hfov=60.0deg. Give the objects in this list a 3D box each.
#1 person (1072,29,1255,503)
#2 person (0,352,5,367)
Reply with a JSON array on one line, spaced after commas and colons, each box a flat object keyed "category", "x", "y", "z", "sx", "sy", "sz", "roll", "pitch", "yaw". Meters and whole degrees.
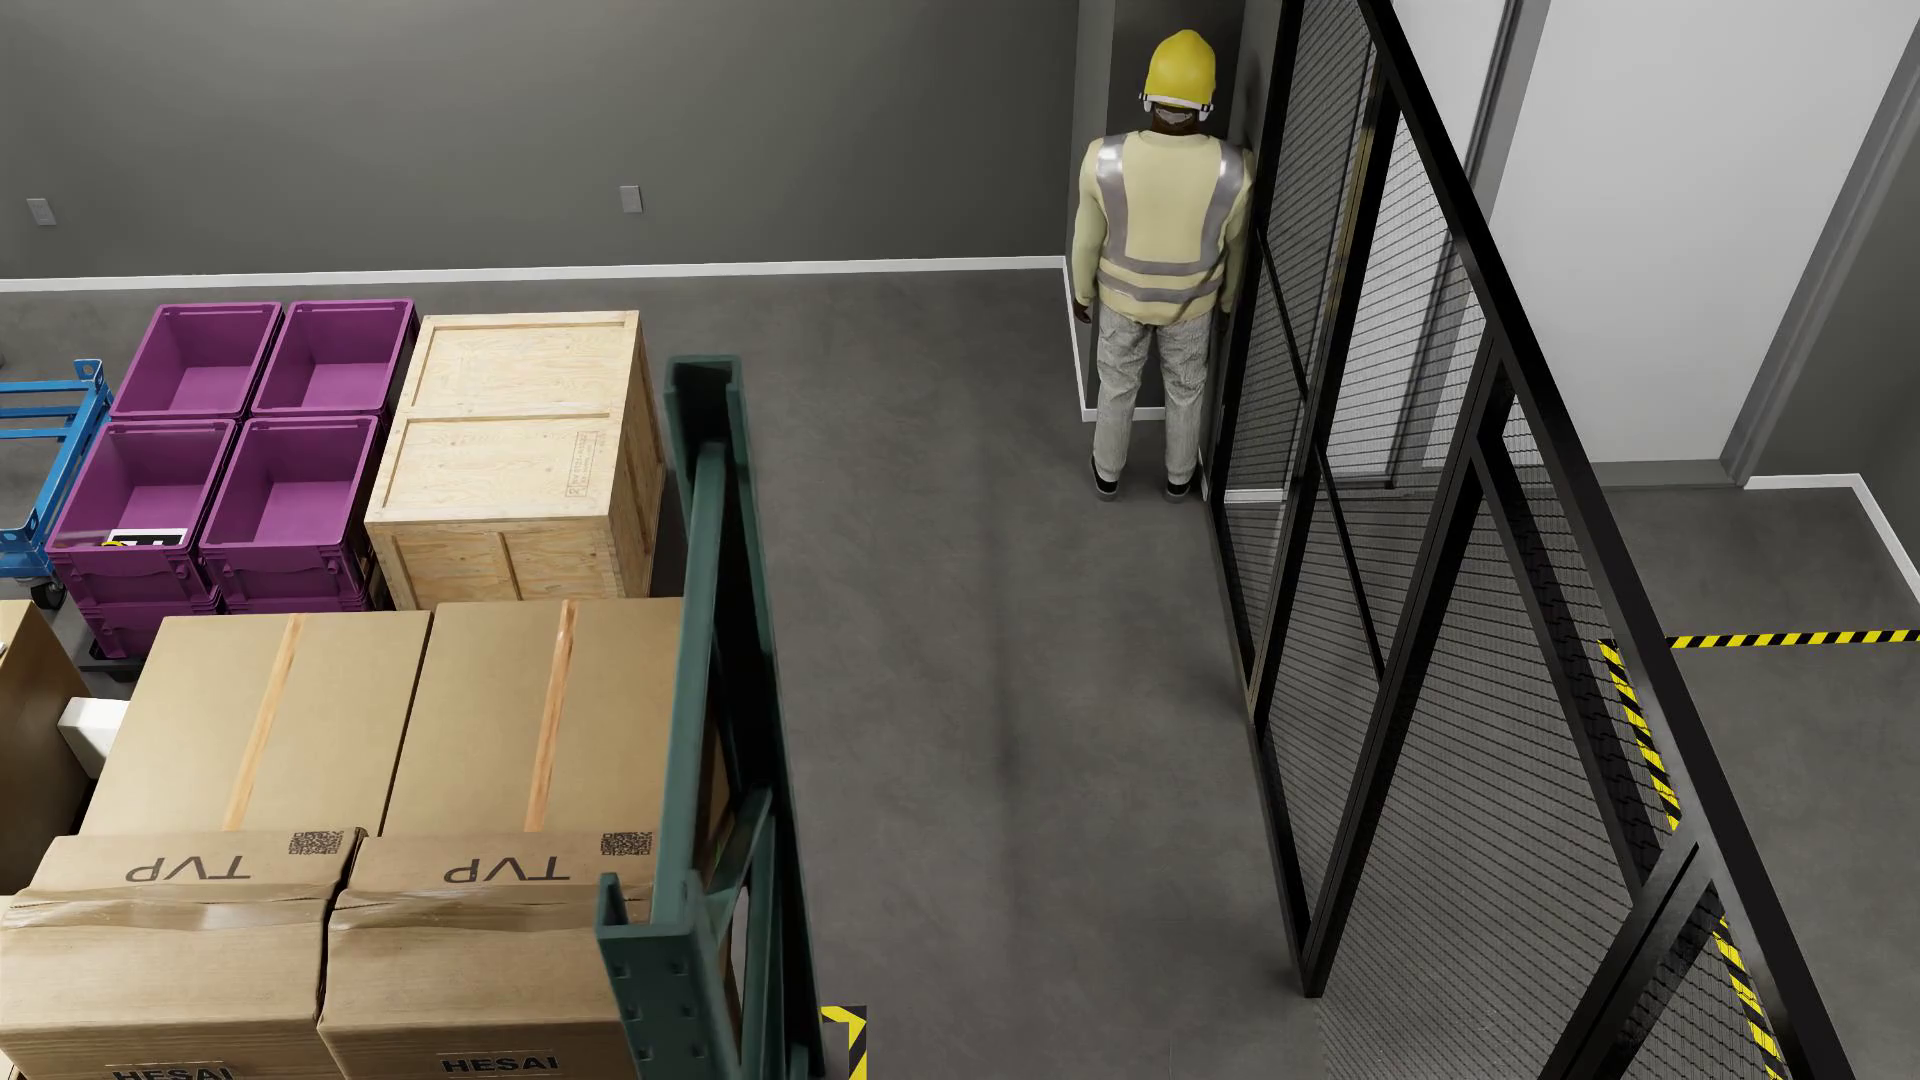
[{"category": "person", "x": 0.676, "y": -0.869, "z": 5.658, "sx": 0.597, "sy": 1.831, "sz": 0.403, "roll": 4, "pitch": 46, "yaw": 4}, {"category": "person", "x": -4.037, "y": -1.280, "z": 5.979, "sx": 0.376, "sy": 1.940, "sz": 0.629, "roll": -2, "pitch": 46, "yaw": -2}]
